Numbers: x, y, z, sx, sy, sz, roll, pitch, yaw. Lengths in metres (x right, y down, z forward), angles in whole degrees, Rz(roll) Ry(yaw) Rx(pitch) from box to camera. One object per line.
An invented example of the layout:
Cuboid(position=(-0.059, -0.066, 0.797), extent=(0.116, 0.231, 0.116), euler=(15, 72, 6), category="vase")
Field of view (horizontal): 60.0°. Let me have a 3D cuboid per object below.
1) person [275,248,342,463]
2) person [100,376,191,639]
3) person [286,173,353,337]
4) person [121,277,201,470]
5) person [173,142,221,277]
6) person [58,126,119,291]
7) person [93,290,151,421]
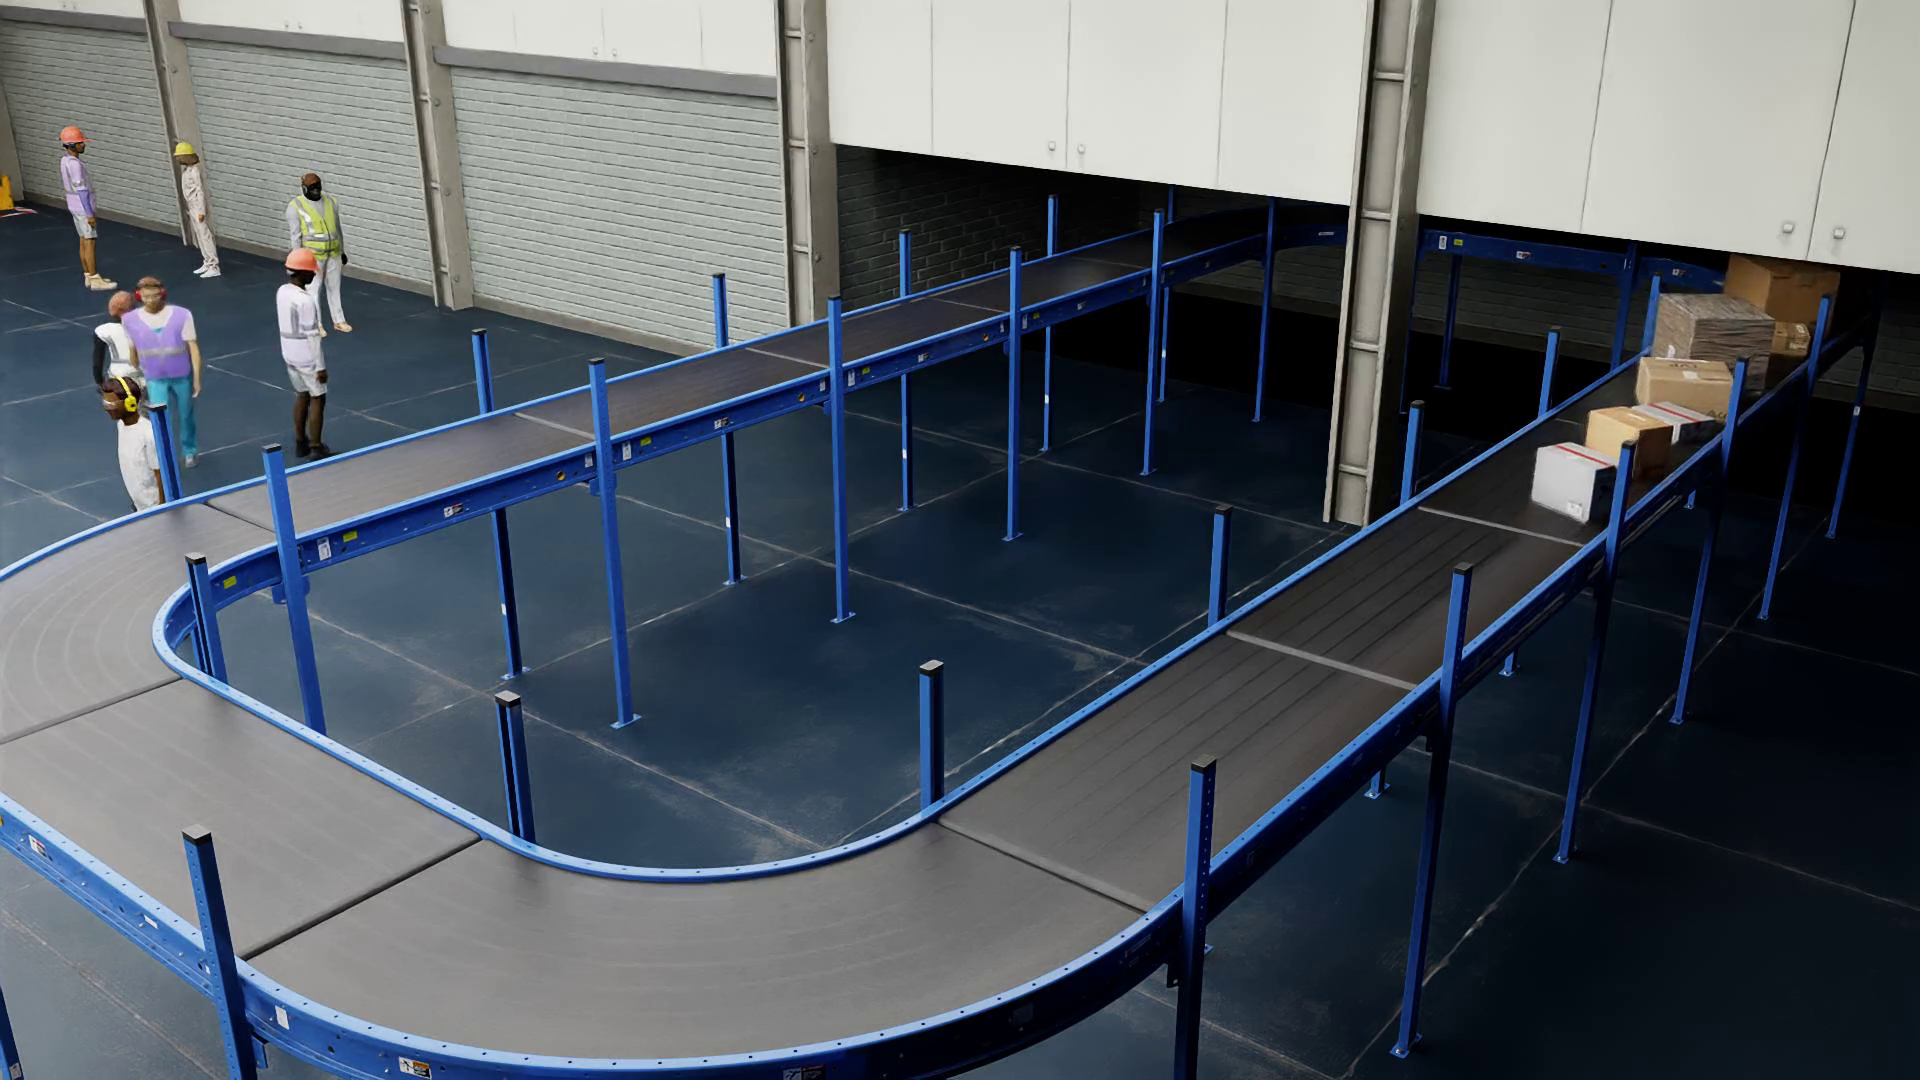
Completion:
Cuboid(position=(-5.765, -1.629, 14.735), extent=(0.561, 1.912, 0.426), euler=(18, 28, 38), category="person")
Cuboid(position=(-5.439, -0.205, 11.179), extent=(0.517, 1.863, 0.320), euler=(18, 28, 38), category="person")
Cuboid(position=(-7.264, -3.247, 18.925), extent=(0.429, 1.842, 0.637), euler=(16, 27, 35), category="person")
Cuboid(position=(-6.786, -1.372, 14.244), extent=(0.563, 1.782, 1.010), euler=(-9, 23, -22), category="person")
Cuboid(position=(-10.015, -4.324, 21.793), extent=(0.321, 1.742, 0.492), euler=(-15, 26, -34), category="person")
Cuboid(position=(-11.068, -4.190, 21.050), extent=(0.378, 2.044, 0.607), euler=(-16, 27, -35), category="person")
Cuboid(position=(-7.192, -1.363, 14.449), extent=(0.567, 1.606, 0.561), euler=(-13, 25, -30), category="person")
